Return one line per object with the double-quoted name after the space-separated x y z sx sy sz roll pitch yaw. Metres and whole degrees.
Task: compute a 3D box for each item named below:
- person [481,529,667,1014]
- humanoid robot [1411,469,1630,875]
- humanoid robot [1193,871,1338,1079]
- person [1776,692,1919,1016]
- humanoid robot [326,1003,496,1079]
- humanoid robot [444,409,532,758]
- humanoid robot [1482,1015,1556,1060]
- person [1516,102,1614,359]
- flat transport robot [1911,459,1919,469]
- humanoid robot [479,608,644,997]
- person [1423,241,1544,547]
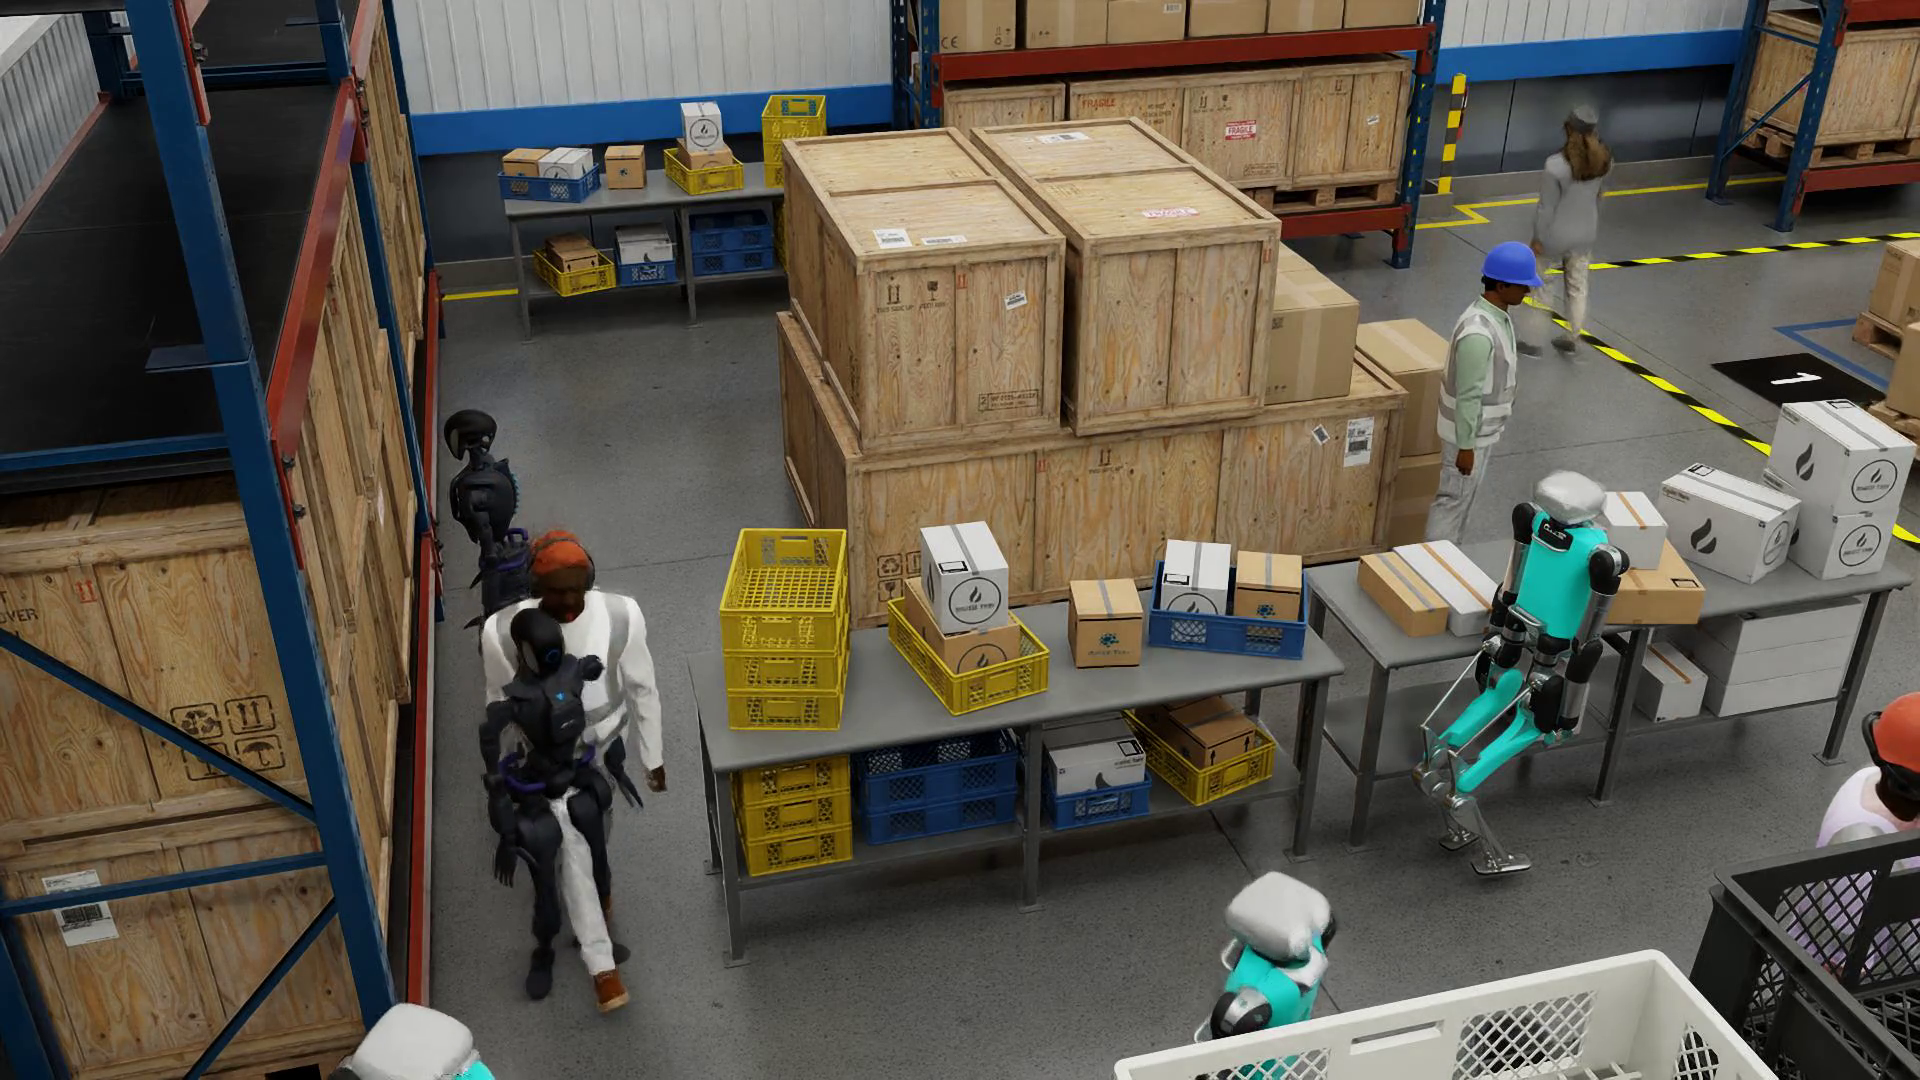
-1.368 0.798 6.041 0.588 1.829 0.958 -12 31 -21 "person"
2.058 0.566 6.423 0.735 1.681 0.533 -12 31 -21 "humanoid robot"
0.608 1.610 4.677 0.725 1.784 0.531 18 34 30 "humanoid robot"
2.608 1.310 4.903 0.371 2.043 0.604 15 32 26 "person"
-1.328 2.022 3.987 0.538 1.788 1.022 7 30 13 "humanoid robot"
-2.023 0.192 7.292 0.315 1.657 0.599 -6 29 -11 "humanoid robot"
1.414 1.917 4.185 0.611 1.646 0.483 -16 33 -26 "humanoid robot"
4.138 -2.097 11.366 0.572 1.768 0.399 -12 31 -20 "person"
6.088 -0.541 10.069 0.652 0.197 1.431 -18 34 -30 "flat transport robot"
-1.446 0.920 6.003 0.382 1.637 0.605 23 36 35 "humanoid robot"
2.618 -0.581 8.446 0.407 1.939 0.601 13 32 23 "person"
